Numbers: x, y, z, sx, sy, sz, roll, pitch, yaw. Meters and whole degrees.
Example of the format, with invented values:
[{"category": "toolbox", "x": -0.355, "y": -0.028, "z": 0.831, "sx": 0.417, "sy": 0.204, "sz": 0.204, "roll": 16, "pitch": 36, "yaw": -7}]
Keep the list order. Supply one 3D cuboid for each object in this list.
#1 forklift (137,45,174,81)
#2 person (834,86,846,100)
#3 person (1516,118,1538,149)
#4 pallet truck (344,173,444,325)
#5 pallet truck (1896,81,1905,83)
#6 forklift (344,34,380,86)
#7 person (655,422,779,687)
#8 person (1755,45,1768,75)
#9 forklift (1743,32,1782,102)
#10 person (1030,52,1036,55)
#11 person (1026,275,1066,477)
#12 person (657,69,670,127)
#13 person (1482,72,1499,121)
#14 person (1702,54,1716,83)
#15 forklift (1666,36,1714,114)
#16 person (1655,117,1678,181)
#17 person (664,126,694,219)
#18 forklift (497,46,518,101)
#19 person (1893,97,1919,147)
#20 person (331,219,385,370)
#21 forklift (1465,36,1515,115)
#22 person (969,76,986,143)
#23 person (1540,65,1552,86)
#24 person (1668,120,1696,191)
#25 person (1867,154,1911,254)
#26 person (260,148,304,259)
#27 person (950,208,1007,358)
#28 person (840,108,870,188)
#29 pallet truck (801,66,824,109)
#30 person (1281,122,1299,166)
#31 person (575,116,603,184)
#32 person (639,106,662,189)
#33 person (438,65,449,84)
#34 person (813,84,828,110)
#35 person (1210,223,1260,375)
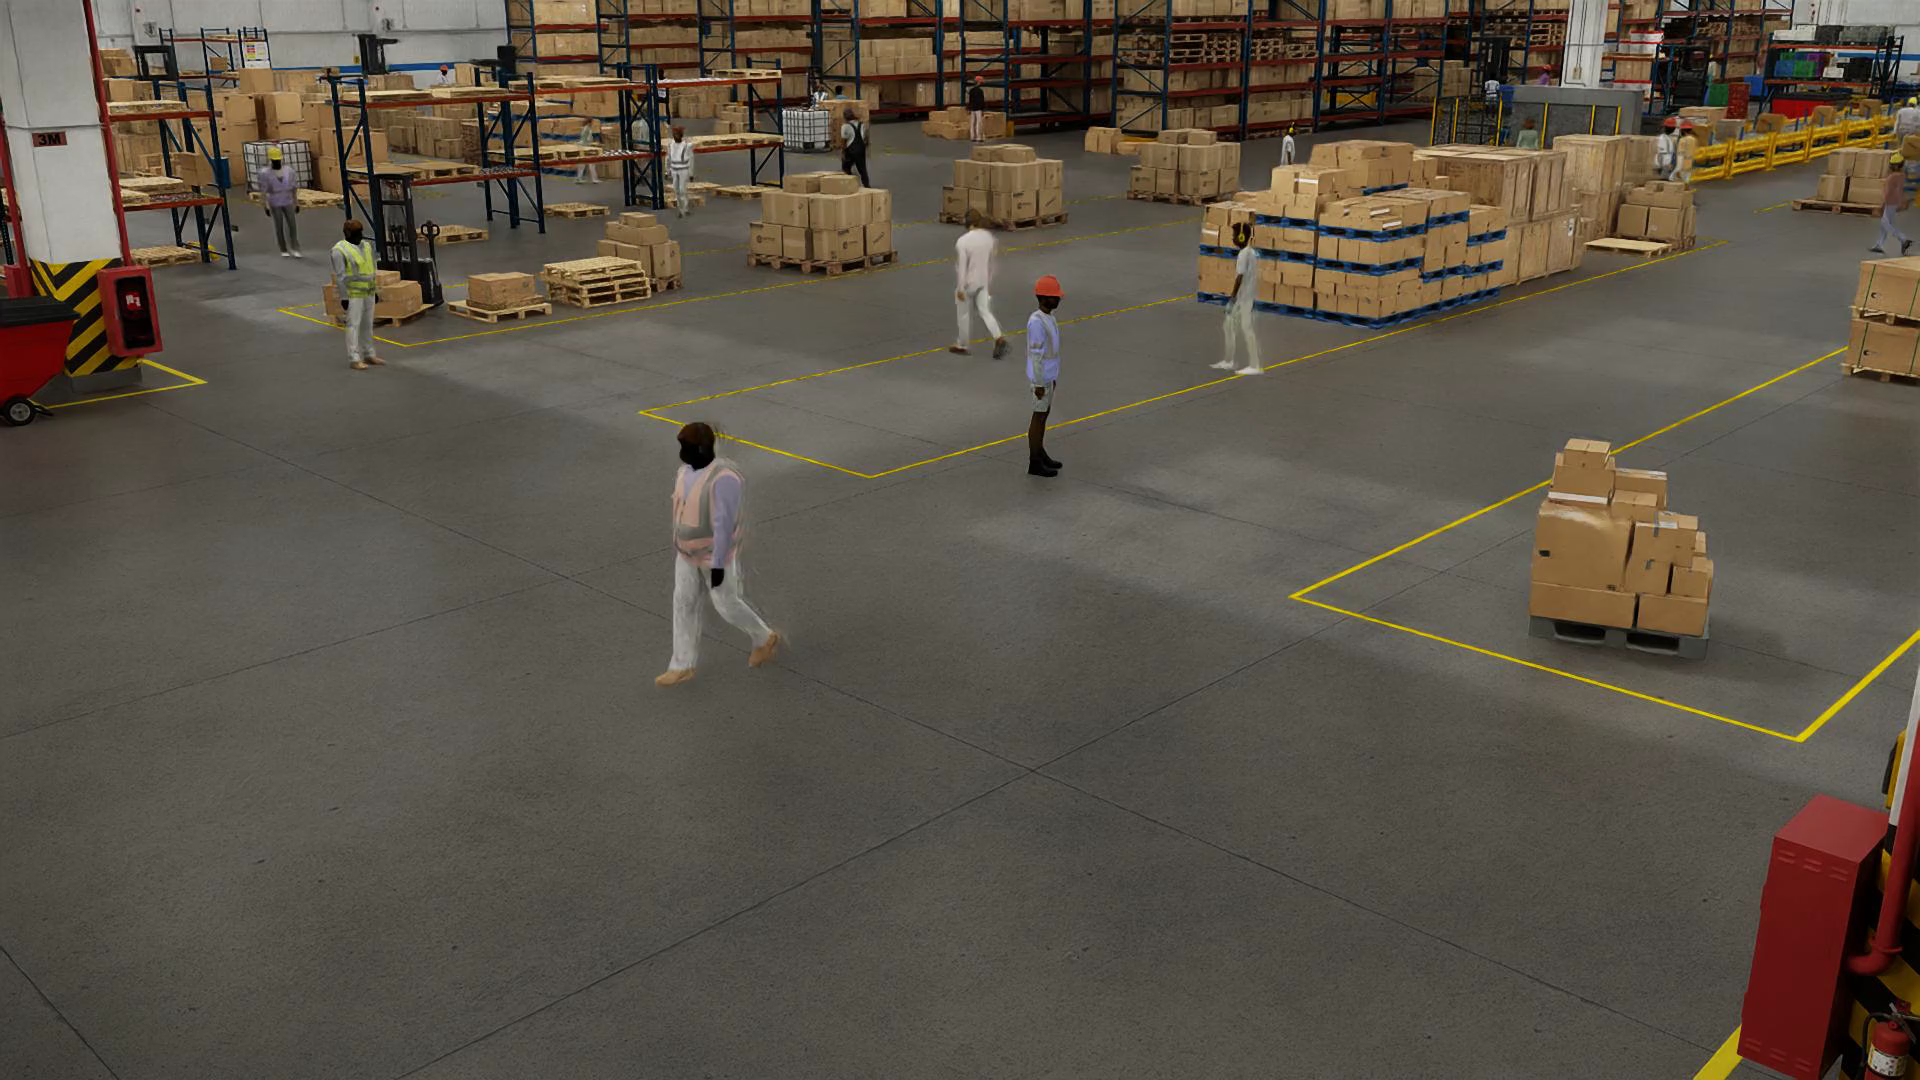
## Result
[{"category": "forklift", "x": -25.082, "y": -14.076, "z": 52.191, "sx": 1.129, "sy": 2.768, "sz": 1.873, "roll": -11, "pitch": 21, "yaw": -29}, {"category": "person", "x": -3.820, "y": -13.188, "z": 51.421, "sx": 0.812, "sy": 1.663, "sz": 0.538, "roll": 8, "pitch": 20, "yaw": 23}, {"category": "person", "x": 13.417, "y": -9.137, "z": 39.296, "sx": 0.498, "sy": 1.611, "sz": 0.727, "roll": -6, "pitch": 19, "yaw": -18}, {"category": "pallet truck", "x": -8.209, "y": -4.181, "z": 23.757, "sx": 0.823, "sy": 1.965, "sz": 1.885, "roll": 3, "pitch": 19, "yaw": 9}, {"category": "pallet truck", "x": 34.802, "y": -16.331, "z": 61.455, "sx": 0.653, "sy": 1.274, "sz": 1.630, "roll": 17, "pitch": 25, "yaw": 41}, {"category": "forklift", "x": -23.141, "y": -18.403, "z": 65.227, "sx": 1.129, "sy": 2.768, "sz": 1.873, "roll": 17, "pitch": 25, "yaw": 41}, {"category": "person", "x": -1.665, "y": 0.075, "z": 11.235, "sx": 0.862, "sy": 1.811, "sz": 0.627, "roll": -17, "pitch": 25, "yaw": -42}, {"category": "person", "x": 37.552, "y": -22.147, "z": 77.928, "sx": 0.654, "sy": 1.964, "sz": 0.837, "roll": 16, "pitch": 24, "yaw": 40}, {"category": "forklift", "x": 33.219, "y": -19.305, "z": 67.945, "sx": 1.873, "sy": 2.768, "sz": 1.129, "roll": 17, "pitch": 25, "yaw": 41}, {"category": "person", "x": 3.555, "y": -23.047, "z": 80.742, "sx": 0.401, "sy": 1.906, "sz": 0.649, "roll": 11, "pitch": 21, "yaw": 29}, {"category": "person", "x": 0.828, "y": -1.586, "z": 16.032, "sx": 0.358, "sy": 1.937, "sz": 0.549, "roll": 5, "pitch": 19, "yaw": 13}, {"category": "person", "x": -10.088, "y": -15.040, "z": 56.616, "sx": 0.588, "sy": 1.912, "sz": 0.393, "roll": 13, "pitch": 23, "yaw": 35}, {"category": "person", "x": 18.803, "y": -15.708, "z": 58.961, "sx": 0.578, "sy": 1.694, "sz": 0.319, "roll": -1, "pitch": 18, "yaw": -2}, {"category": "person", "x": 33.048, "y": -20.582, "z": 73.556, "sx": 0.556, "sy": 1.740, "sz": 0.705, "roll": 16, "pitch": 24, "yaw": 40}, {"category": "forklift", "x": 27.341, "y": -17.291, "z": 61.877, "sx": 1.129, "sy": 2.768, "sz": 1.873, "roll": 17, "pitch": 25, "yaw": 41}, {"category": "person", "x": 15.060, "y": -8.100, "z": 35.691, "sx": 0.541, "sy": 1.914, "sz": 0.559, "roll": 12, "pitch": 22, "yaw": 32}, {"category": "person", "x": -5.735, "y": -7.474, "z": 33.891, "sx": 0.587, "sy": 1.868, "sz": 0.524, "roll": 8, "pitch": 20, "yaw": 22}, {"category": "forklift", "x": -14.008, "y": -13.933, "z": 51.760, "sx": 1.873, "sy": 2.768, "sz": 1.129, "roll": -11, "pitch": 21, "yaw": -29}, {"category": "person", "x": 25.126, "y": -10.809, "z": 44.060, "sx": 0.965, "sy": 1.773, "sz": 0.606, "roll": -14, "pitch": 23, "yaw": -36}, {"category": "person", "x": -7.426, "y": -3.039, "z": 20.565, "sx": 0.429, "sy": 1.839, "sz": 0.634, "roll": 7, "pitch": 20, "yaw": 20}, {"category": "forklift", "x": 19.973, "y": -17.201, "z": 61.605, "sx": 1.873, "sy": 2.768, "sz": 1.129, "roll": 16, "pitch": 24, "yaw": 40}, {"category": "person", "x": 0.541, "y": -13.132, "z": 50.750, "sx": 0.408, "sy": 1.981, "sz": 0.612, "roll": -15, "pitch": 23, "yaw": -37}, {"category": "person", "x": 20.982, "y": -16.165, "z": 60.004, "sx": 0.832, "sy": 1.915, "sz": 0.537, "roll": 2, "pitch": 18, "yaw": 5}, {"category": "person", "x": 15.029, "y": -7.792, "z": 34.757, "sx": 0.568, "sy": 1.910, "sz": 0.710, "roll": -12, "pitch": 22, "yaw": -32}, {"category": "person", "x": 16.555, "y": -5.929, "z": 29.408, "sx": 0.524, "sy": 1.747, "sz": 0.690, "roll": -16, "pitch": 24, "yaw": -40}, {"category": "person", "x": -11.761, "y": -5.825, "z": 28.871, "sx": 0.612, "sy": 1.885, "sz": 0.908, "roll": -12, "pitch": 22, "yaw": -32}, {"category": "person", "x": 0.227, "y": -3.239, "z": 21.063, "sx": 0.639, "sy": 1.912, "sz": 0.870, "roll": -16, "pitch": 24, "yaw": -39}, {"category": "person", "x": -2.426, "y": -8.774, "z": 37.528, "sx": 0.757, "sy": 2.000, "sz": 1.041, "roll": -15, "pitch": 23, "yaw": -38}, {"category": "pallet truck", "x": -4.812, "y": -15.182, "z": 56.903, "sx": 0.823, "sy": 1.965, "sz": 1.885, "roll": -9, "pitch": 21, "yaw": -26}, {"category": "person", "x": 6.925, "y": -7.848, "z": 35.016, "sx": 0.329, "sy": 1.865, "sz": 0.515, "roll": 0, "pitch": 18, "yaw": 0}, {"category": "person", "x": -8.955, "y": -9.367, "z": 39.996, "sx": 0.770, "sy": 1.599, "sz": 0.534, "roll": -4, "pitch": 19, "yaw": -12}, {"category": "person", "x": -7.230, "y": -9.173, "z": 38.918, "sx": 0.640, "sy": 1.927, "sz": 0.481, "roll": 16, "pitch": 24, "yaw": 39}, {"category": "person", "x": -18.318, "y": -15.936, "z": 59.274, "sx": 0.378, "sy": 1.932, "sz": 0.551, "roll": 5, "pitch": 19, "yaw": 15}, {"category": "person", "x": -4.416, "y": -13.620, "z": 52.749, "sx": 0.514, "sy": 1.645, "sz": 0.309, "roll": 2, "pitch": 19, "yaw": 7}, {"category": "person", "x": 3.348, "y": -2.912, "z": 20.191, "sx": 0.760, "sy": 1.842, "sz": 0.542, "roll": 4, "pitch": 19, "yaw": 11}]
